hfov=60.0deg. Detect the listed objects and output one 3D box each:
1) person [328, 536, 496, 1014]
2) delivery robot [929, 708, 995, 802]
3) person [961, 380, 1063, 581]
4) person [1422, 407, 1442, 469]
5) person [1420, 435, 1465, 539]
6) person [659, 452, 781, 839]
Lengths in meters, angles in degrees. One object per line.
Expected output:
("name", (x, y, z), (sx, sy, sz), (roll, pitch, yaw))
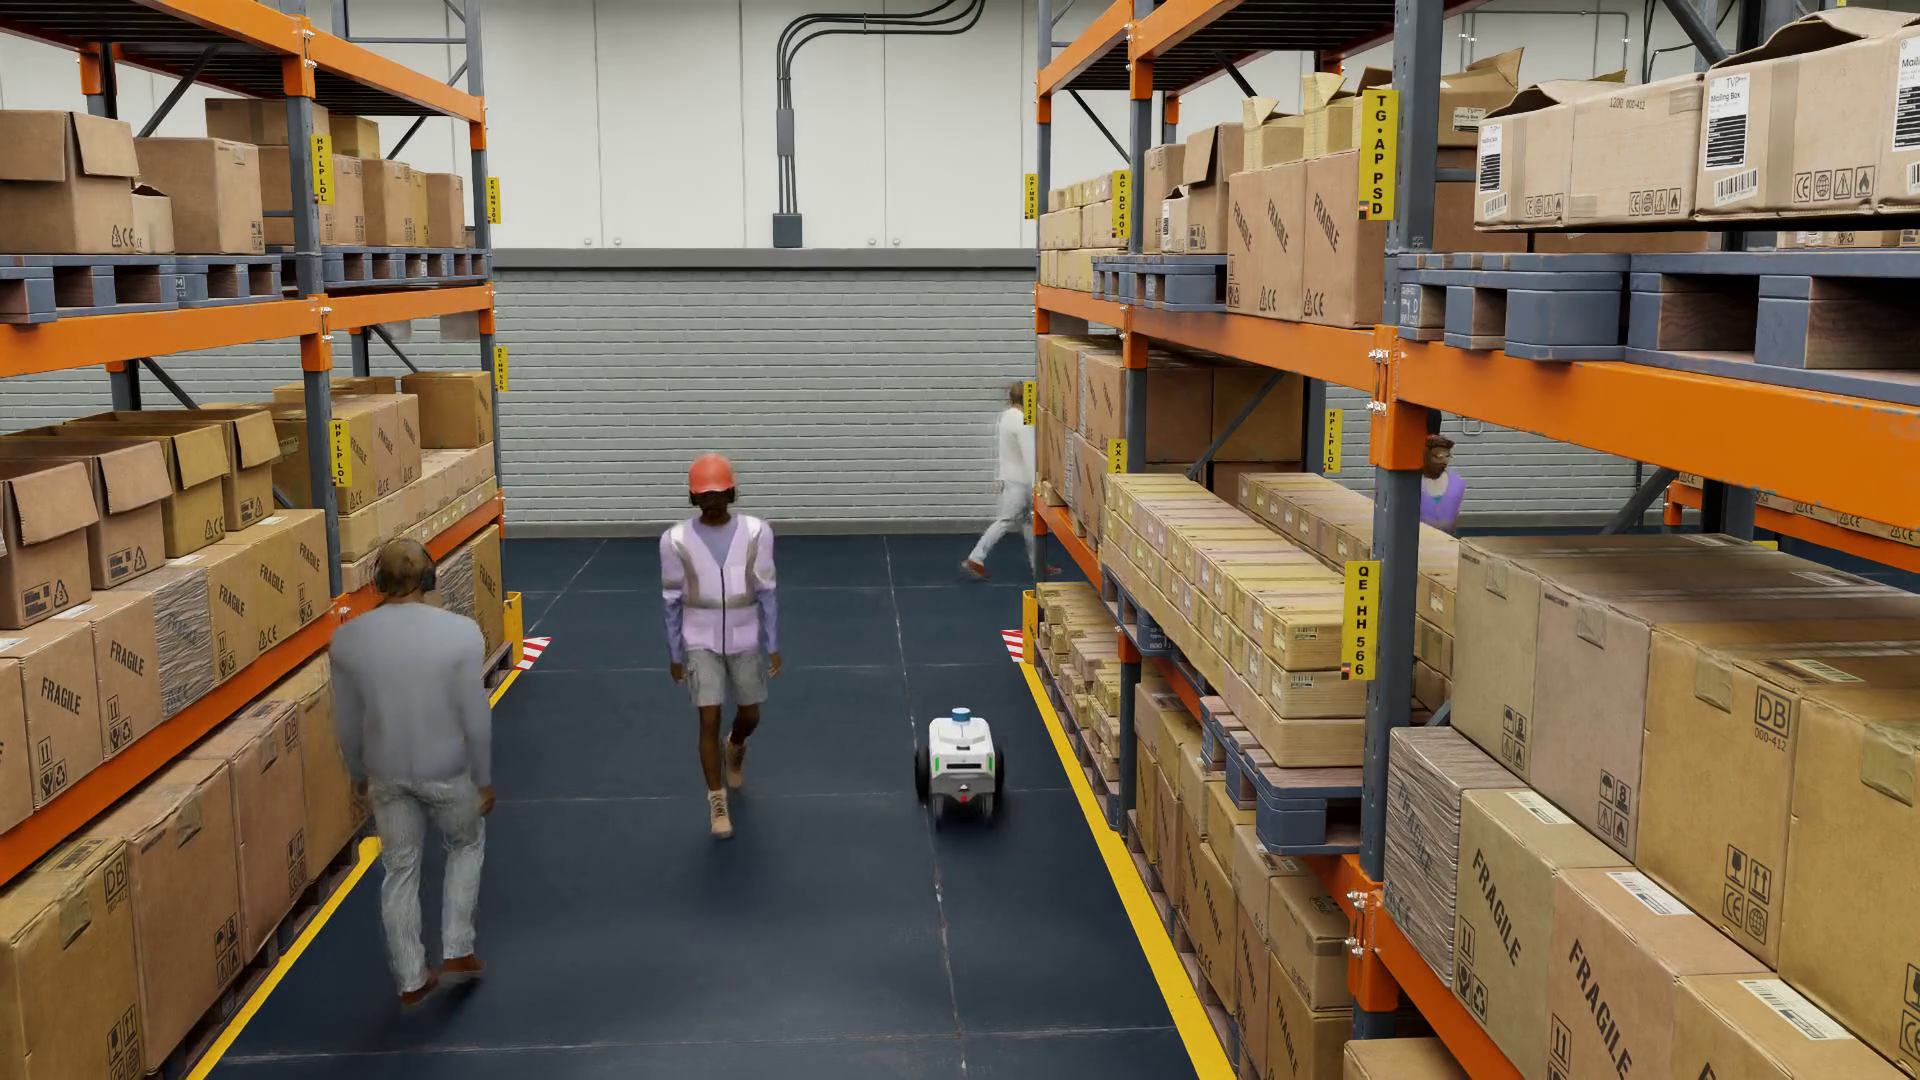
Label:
("person", (-2.200, 0.940, 6.769), (0.660, 1.919, 0.568), (0, 10, 0))
("delivery robot", (0.006, 1.169, 9.153), (0.477, 0.478, 0.707), (0, 10, -2))
("person", (0.479, -0.558, 15.661), (0.985, 1.903, 0.638), (-2, 10, -9))
("person", (4.333, -0.628, 15.769), (0.373, 1.997, 0.616), (7, 12, 37))
("person", (3.314, 0.157, 11.732), (0.595, 1.788, 0.959), (-2, 10, -13))
("person", (-1.283, 0.523, 8.909), (0.621, 2.026, 0.777), (-3, 10, -15))
